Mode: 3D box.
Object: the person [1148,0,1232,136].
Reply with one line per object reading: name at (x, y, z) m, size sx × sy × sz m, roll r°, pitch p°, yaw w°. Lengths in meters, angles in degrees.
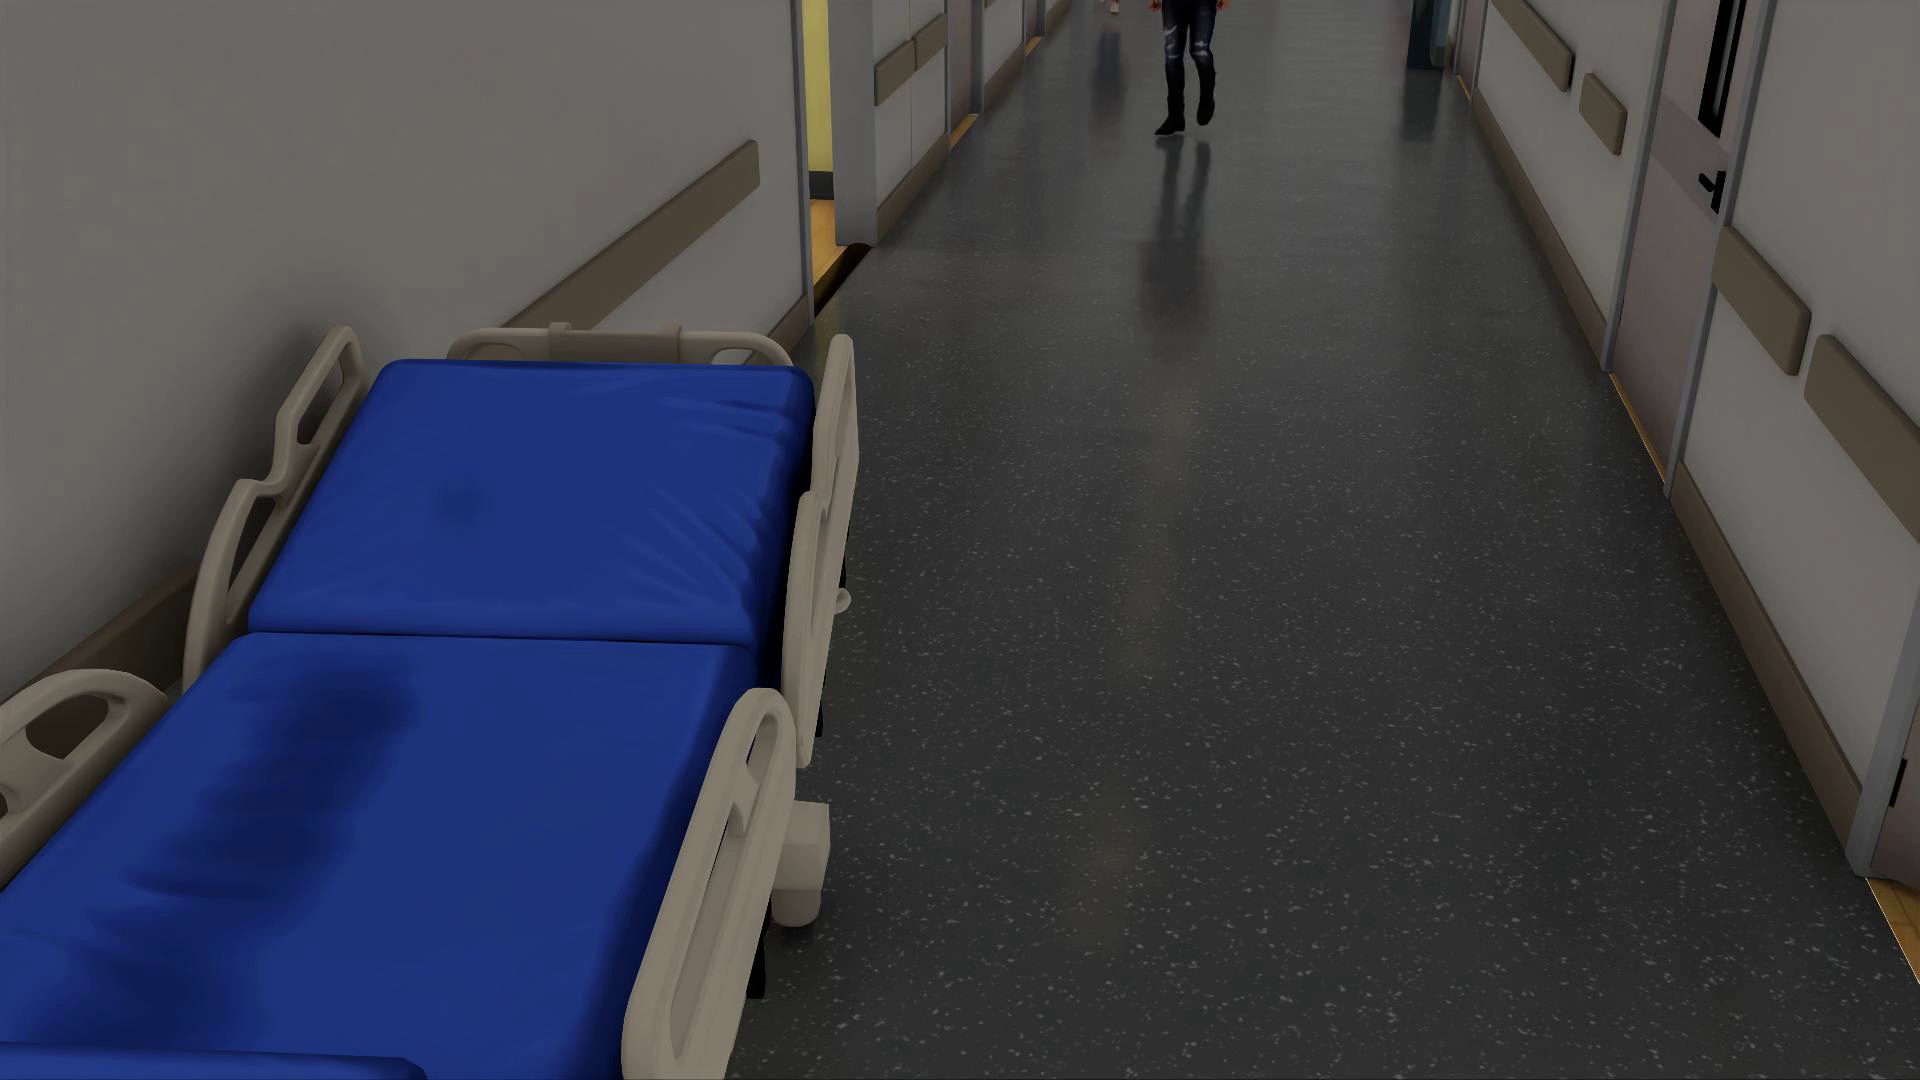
person at (1.551, -3.620, 10.892) m, size 0.847 × 1.890 × 0.910 m, roll 15°, pitch 29°, yaw 28°
